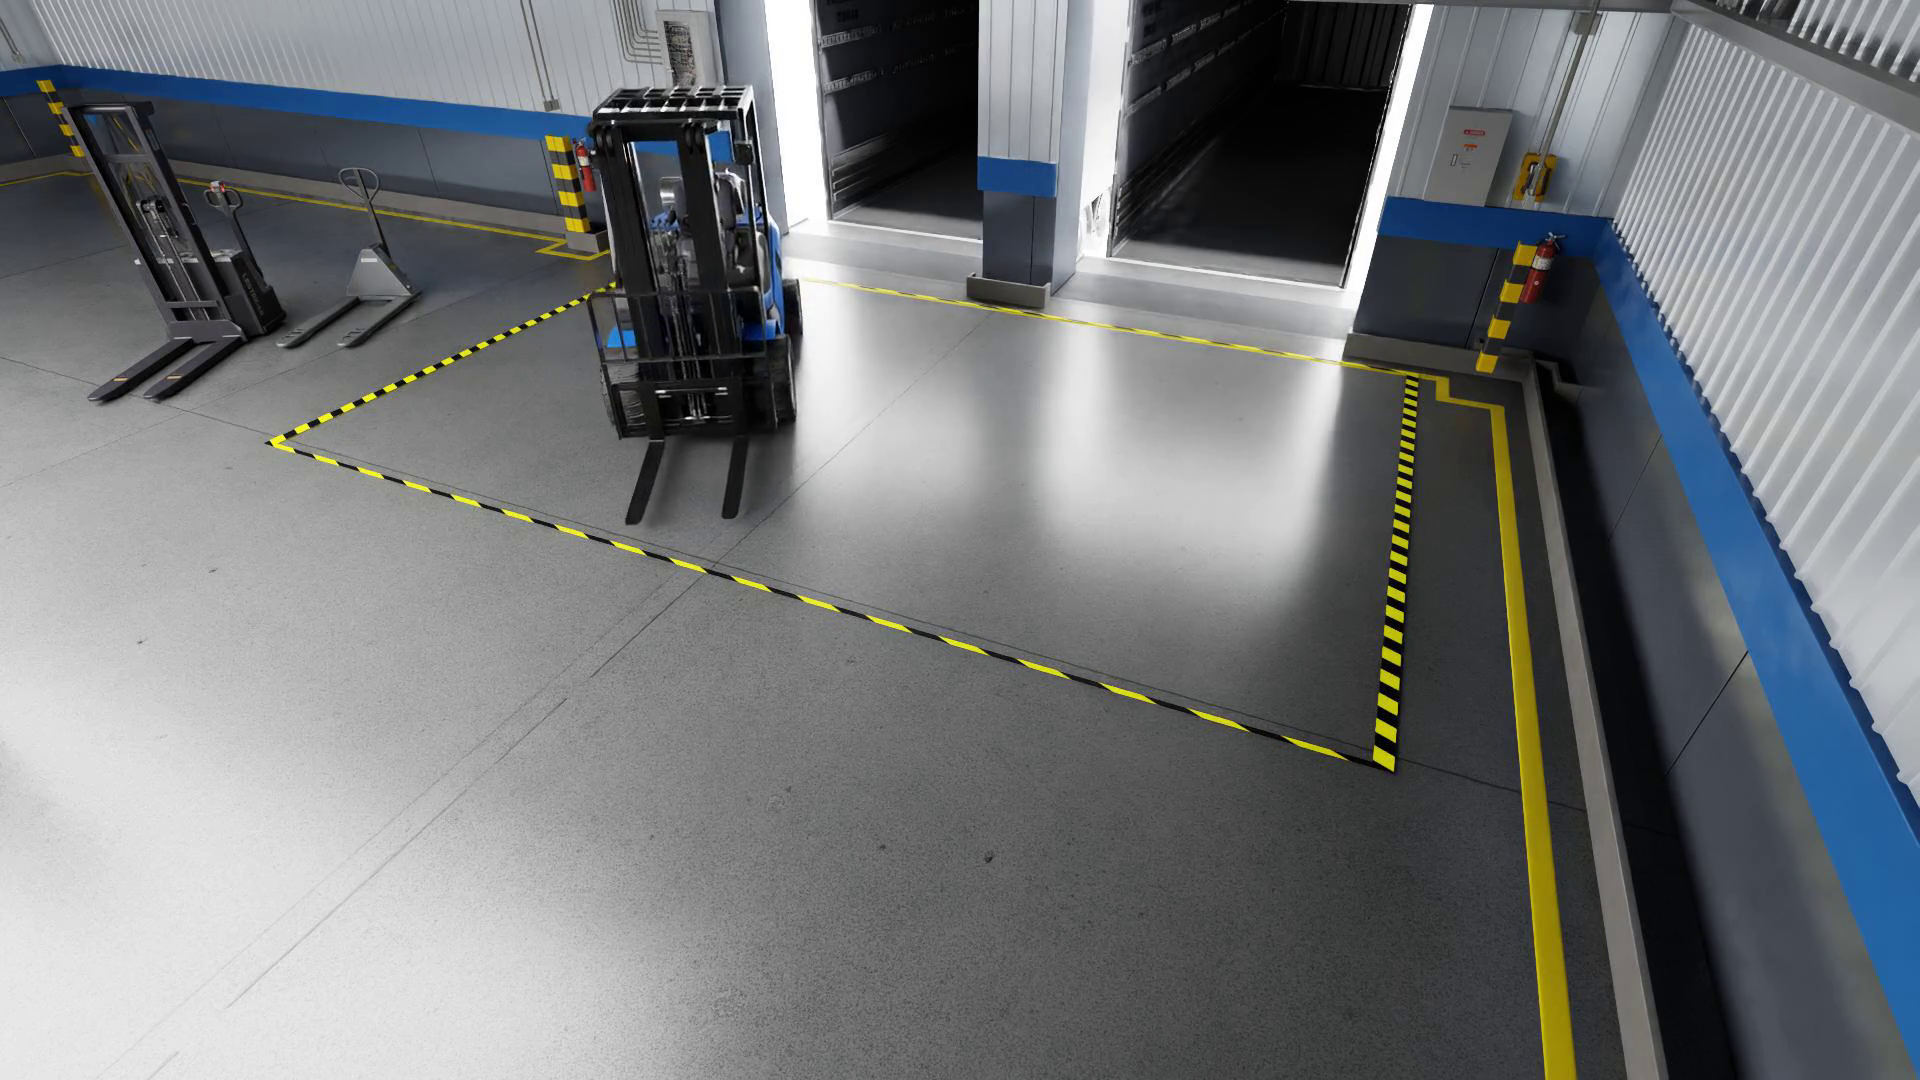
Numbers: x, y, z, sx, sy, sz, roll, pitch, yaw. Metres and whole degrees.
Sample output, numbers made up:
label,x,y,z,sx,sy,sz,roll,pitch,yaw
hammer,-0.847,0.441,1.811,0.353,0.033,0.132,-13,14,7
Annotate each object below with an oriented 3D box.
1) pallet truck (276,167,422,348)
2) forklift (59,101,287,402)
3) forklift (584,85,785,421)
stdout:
label,x,y,z,sx,sy,sz,roll,pitch,yaw
pallet truck,-5.732,-2.611,8.414,0.680,1.201,1.601,-1,35,-1
forklift,-6.686,-2.387,7.434,0.823,1.965,1.885,-3,35,-5
forklift,-2.012,-2.308,7.010,1.157,2.036,2.680,-4,35,-6
